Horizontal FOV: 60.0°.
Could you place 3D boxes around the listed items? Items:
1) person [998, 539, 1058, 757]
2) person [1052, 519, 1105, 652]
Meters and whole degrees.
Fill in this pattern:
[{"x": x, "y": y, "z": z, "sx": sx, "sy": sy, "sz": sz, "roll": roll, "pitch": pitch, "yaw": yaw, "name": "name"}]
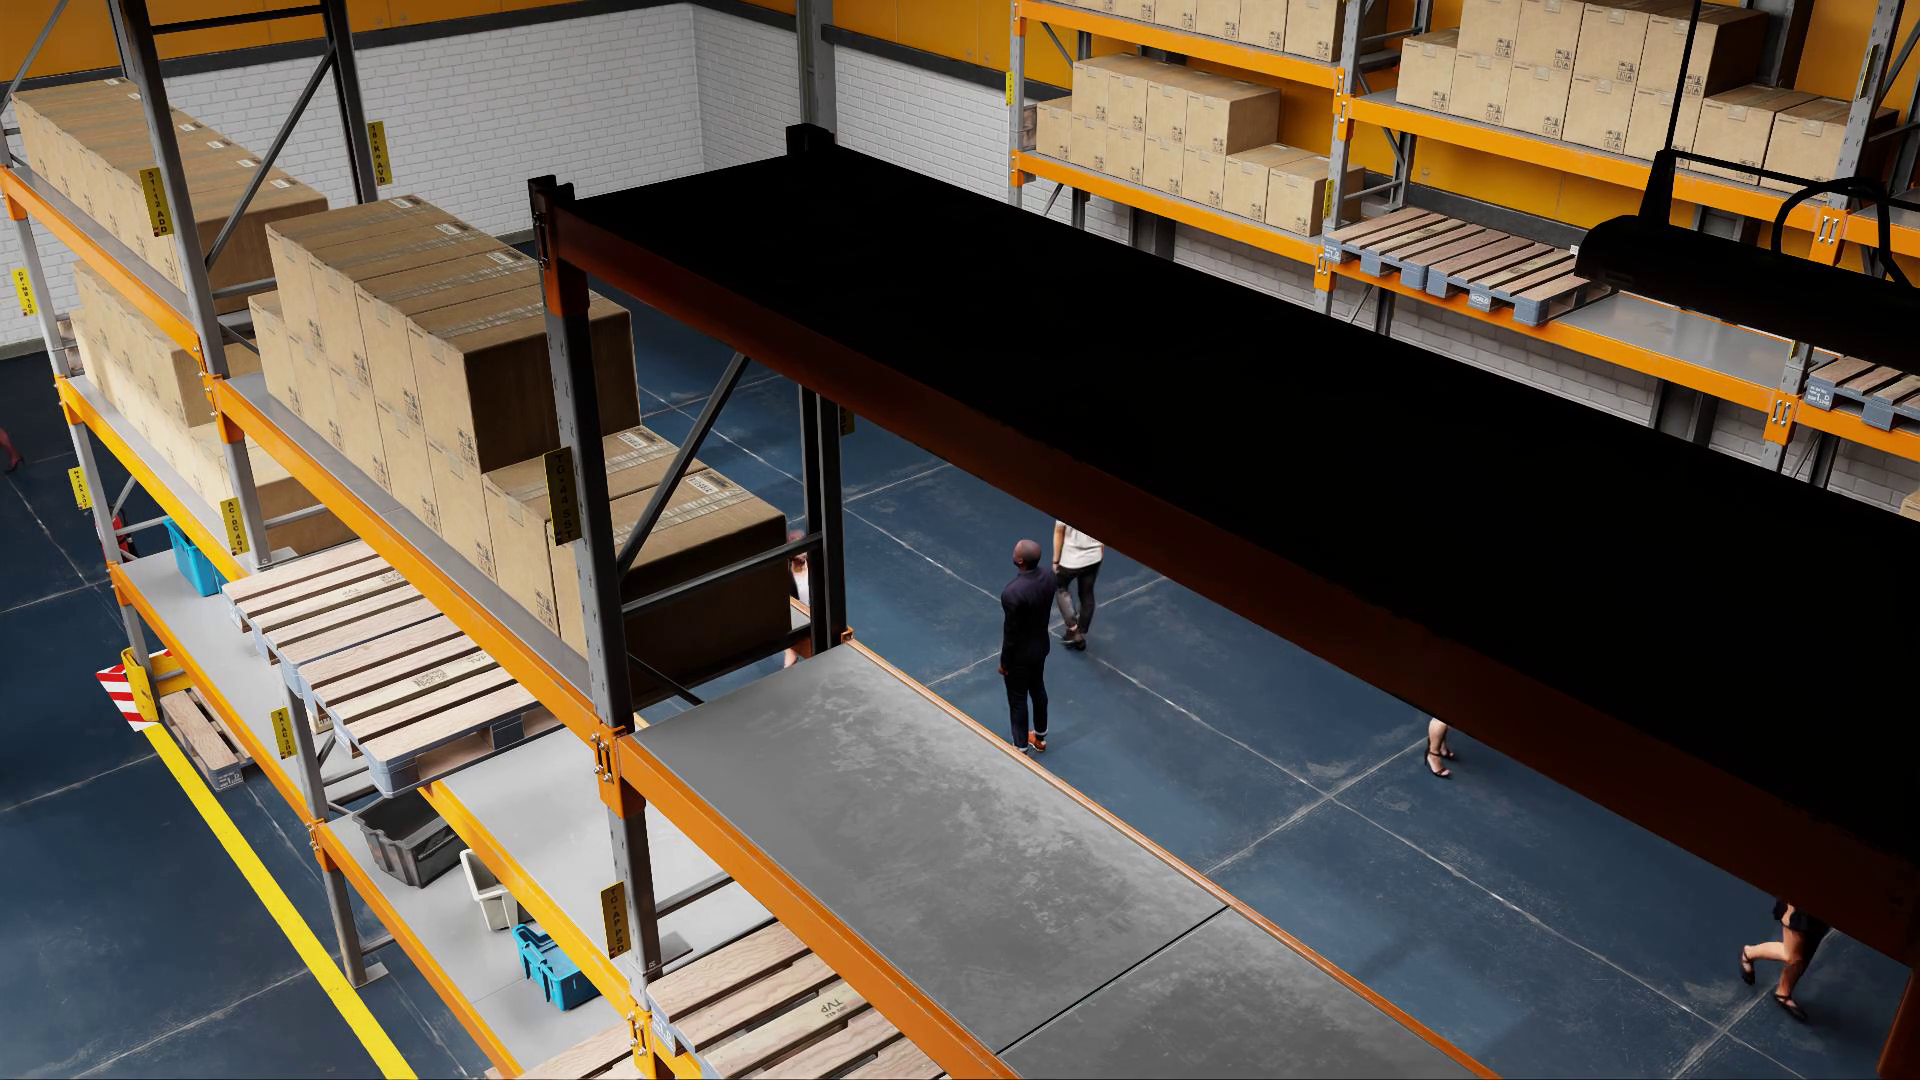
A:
[{"x": 0.481, "y": 0.803, "z": 12.061, "sx": 0.669, "sy": 1.819, "sz": 0.740, "roll": 20, "pitch": 35, "yaw": 33, "name": "person"}, {"x": 0.985, "y": 0.147, "z": 13.371, "sx": 0.734, "sy": 1.715, "sz": 0.723, "roll": -10, "pitch": 30, "yaw": -18, "name": "person"}]
